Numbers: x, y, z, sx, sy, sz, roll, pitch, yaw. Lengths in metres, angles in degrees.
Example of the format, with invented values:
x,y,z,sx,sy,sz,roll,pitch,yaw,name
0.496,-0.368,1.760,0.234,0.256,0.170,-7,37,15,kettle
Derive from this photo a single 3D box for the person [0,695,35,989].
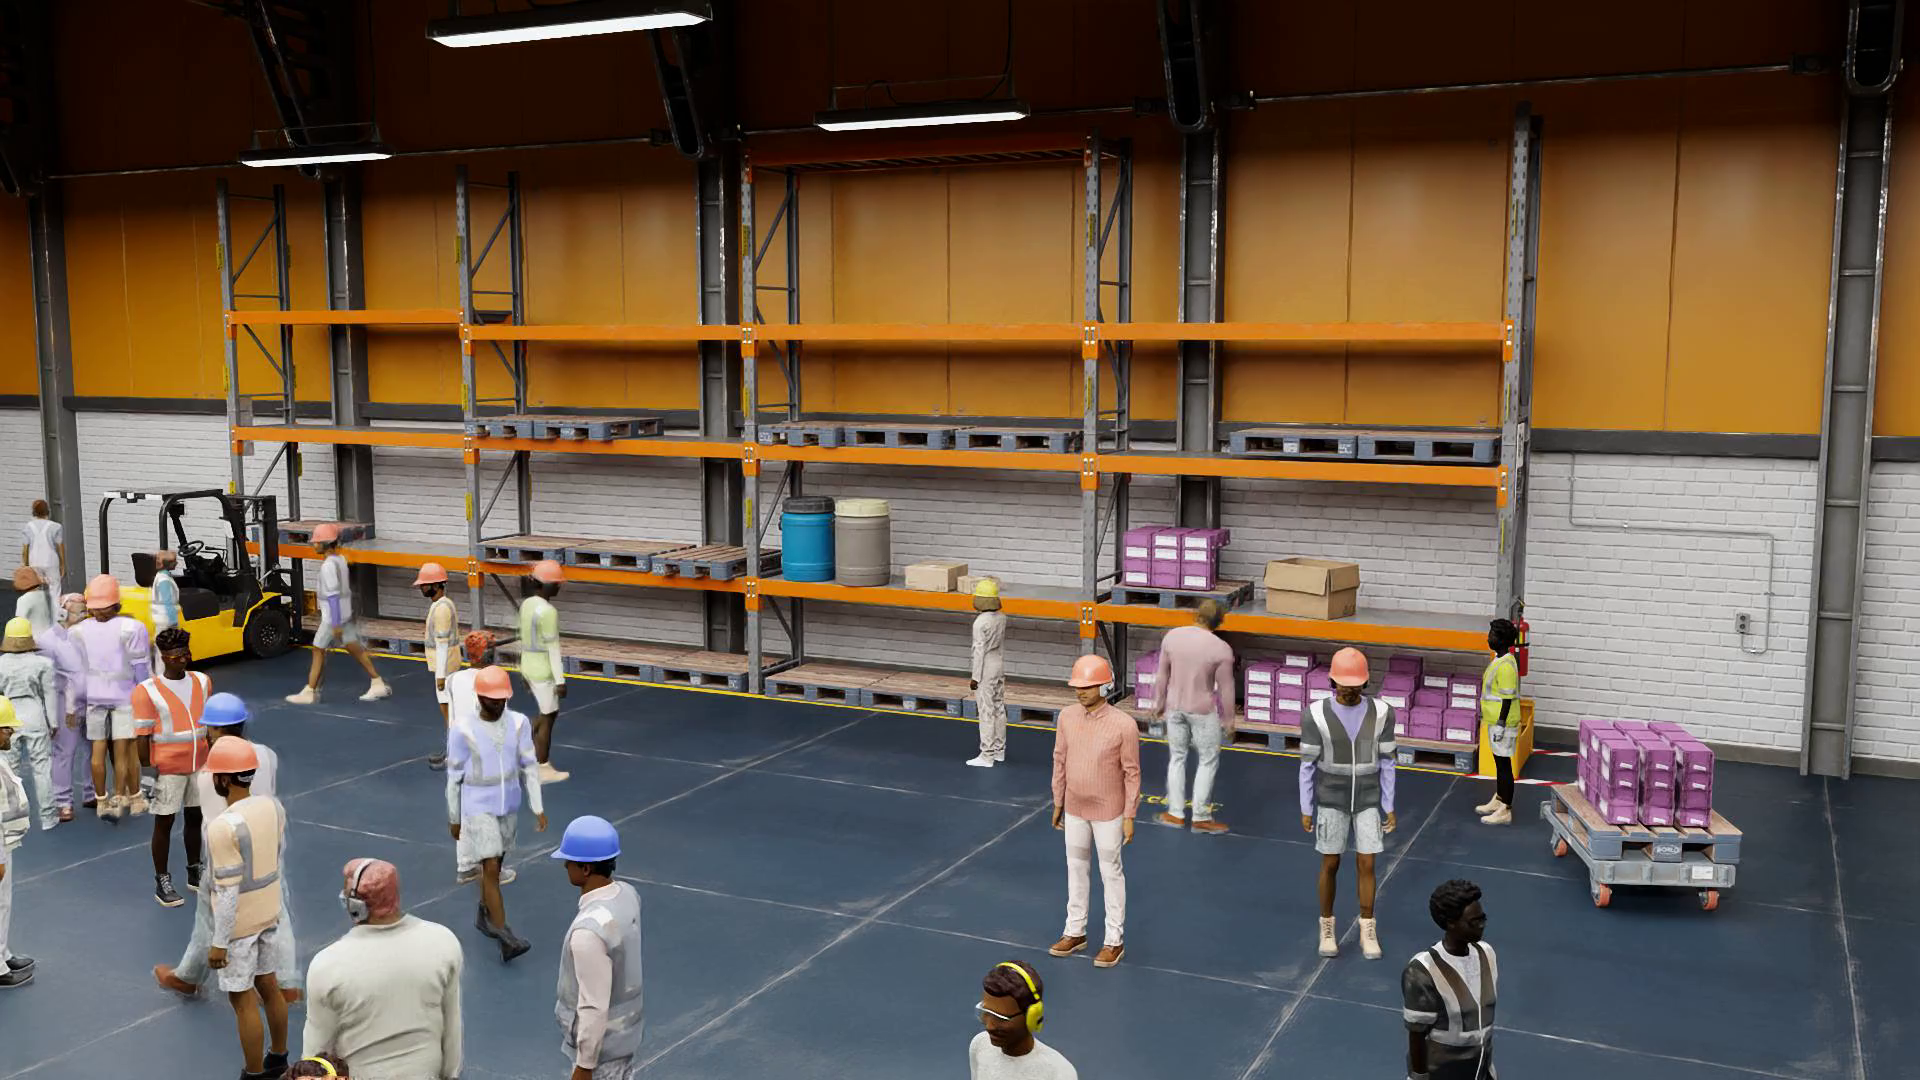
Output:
x,y,z,sx,sy,sz,roll,pitch,yaw,name
-5.925,1.848,10.206,0.403,1.818,0.604,-4,8,-32,person

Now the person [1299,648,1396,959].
x,y,z,sx,sy,sz,roll,pitch,yaw,name
2.495,1.686,10.698,0.612,2.029,0.410,0,7,2,person

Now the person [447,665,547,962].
x,y,z,sx,sy,sz,roll,pitch,yaw,name
-2.982,1.744,10.789,0.560,1.880,1.000,-6,9,-43,person

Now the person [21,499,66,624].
x,y,z,sx,sy,sz,roll,pitch,yaw,name
-12.281,0.372,22.324,0.506,1.838,0.346,-2,7,-18,person

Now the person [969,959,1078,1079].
x,y,z,sx,sy,sz,roll,pitch,yaw,name
0.198,2.361,5.799,0.326,1.862,0.508,-6,9,-43,person

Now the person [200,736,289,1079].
x,y,z,sx,sy,sz,roll,pitch,yaw,name
-3.746,1.974,8.669,0.363,1.935,0.553,1,7,8,person

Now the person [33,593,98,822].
x,y,z,sx,sy,sz,roll,pitch,yaw,name
-7.324,1.373,13.845,0.394,1.896,0.696,3,7,23,person

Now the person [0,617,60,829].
x,y,z,sx,sy,sz,roll,pitch,yaw,name
-7.585,1.490,13.466,0.492,1.742,0.319,-3,8,-26,person

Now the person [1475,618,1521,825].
x,y,z,sx,sy,sz,roll,pitch,yaw,name
4.442,1.486,13.687,0.319,1.697,0.532,1,7,12,person

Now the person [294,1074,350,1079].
x,y,z,sx,sy,sz,roll,pitch,yaw,name
-1.851,2.471,4.822,0.342,1.875,0.632,1,7,8,person

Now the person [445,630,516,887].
x,y,z,sx,sy,sz,roll,pitch,yaw,name
-3.494,1.590,12.117,0.581,1.878,0.345,4,8,32,person

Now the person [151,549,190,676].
x,y,z,sx,sy,sz,roll,pitch,yaw,name
-8.848,0.912,18.694,0.455,1.620,0.545,-3,8,-23,person

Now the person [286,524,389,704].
x,y,z,sx,sy,sz,roll,pitch,yaw,name
-6.783,0.810,18.147,1.075,1.999,0.625,0,7,-3,person

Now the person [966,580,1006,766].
x,y,z,sx,sy,sz,roll,pitch,yaw,name
0.249,1.239,15.541,0.294,1.744,0.487,4,8,30,person

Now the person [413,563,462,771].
x,y,z,sx,sy,sz,roll,pitch,yaw,name
-4.827,1.166,15.410,0.400,1.928,0.542,-2,7,-19,person

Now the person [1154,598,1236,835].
x,y,z,sx,sy,sz,roll,pitch,yaw,name
1.899,1.413,13.487,0.694,1.904,0.384,5,8,34,person

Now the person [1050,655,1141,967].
x,y,z,sx,sy,sz,roll,pitch,yaw,name
0.846,1.711,10.608,0.625,1.992,0.389,5,9,36,person

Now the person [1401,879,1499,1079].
x,y,z,sx,sy,sz,roll,pitch,yaw,name
2.104,2.279,7.127,0.535,1.700,0.318,-5,8,-35,person

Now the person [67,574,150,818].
x,y,z,sx,sy,sz,roll,pitch,yaw,name
-7.071,1.301,13.857,0.611,2.040,0.399,-1,7,-10,person

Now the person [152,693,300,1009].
x,y,z,sx,sy,sz,roll,pitch,yaw,name
-4.369,1.842,9.896,0.963,1.897,0.645,2,7,18,person

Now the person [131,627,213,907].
x,y,z,sx,sy,sz,roll,pitch,yaw,name
-5.529,1.583,11.781,0.361,1.964,0.613,4,8,28,person

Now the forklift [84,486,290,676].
x,y,z,sx,sy,sz,roll,pitch,yaw,name
-9.426,0.454,20.179,1.214,2.155,2.313,3,8,26,forklift

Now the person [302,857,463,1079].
x,y,z,sx,sy,sz,roll,pitch,yaw,name
-2.359,2.224,6.841,0.662,1.881,0.691,-5,9,-36,person

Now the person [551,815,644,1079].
x,y,z,sx,sy,sz,roll,pitch,yaw,name
-1.558,2.146,7.206,0.388,1.947,0.614,0,7,3,person

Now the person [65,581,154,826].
x,y,z,sx,sy,sz,roll,pitch,yaw,name
-7.037,1.335,13.725,0.638,1.983,1.055,-1,7,-11,person

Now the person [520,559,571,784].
x,y,z,sx,sy,sz,roll,pitch,yaw,name
-3.732,1.184,14.860,0.518,2.028,0.641,-4,8,-31,person

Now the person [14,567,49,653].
x,y,z,sx,sy,sz,roll,pitch,yaw,name
-9.701,1.087,17.322,0.519,1.616,0.510,-1,7,-12,person

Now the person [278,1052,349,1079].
x,y,z,sx,sy,sz,roll,pitch,yaw,name
-1.914,2.455,5.001,0.512,1.865,0.329,3,7,21,person
